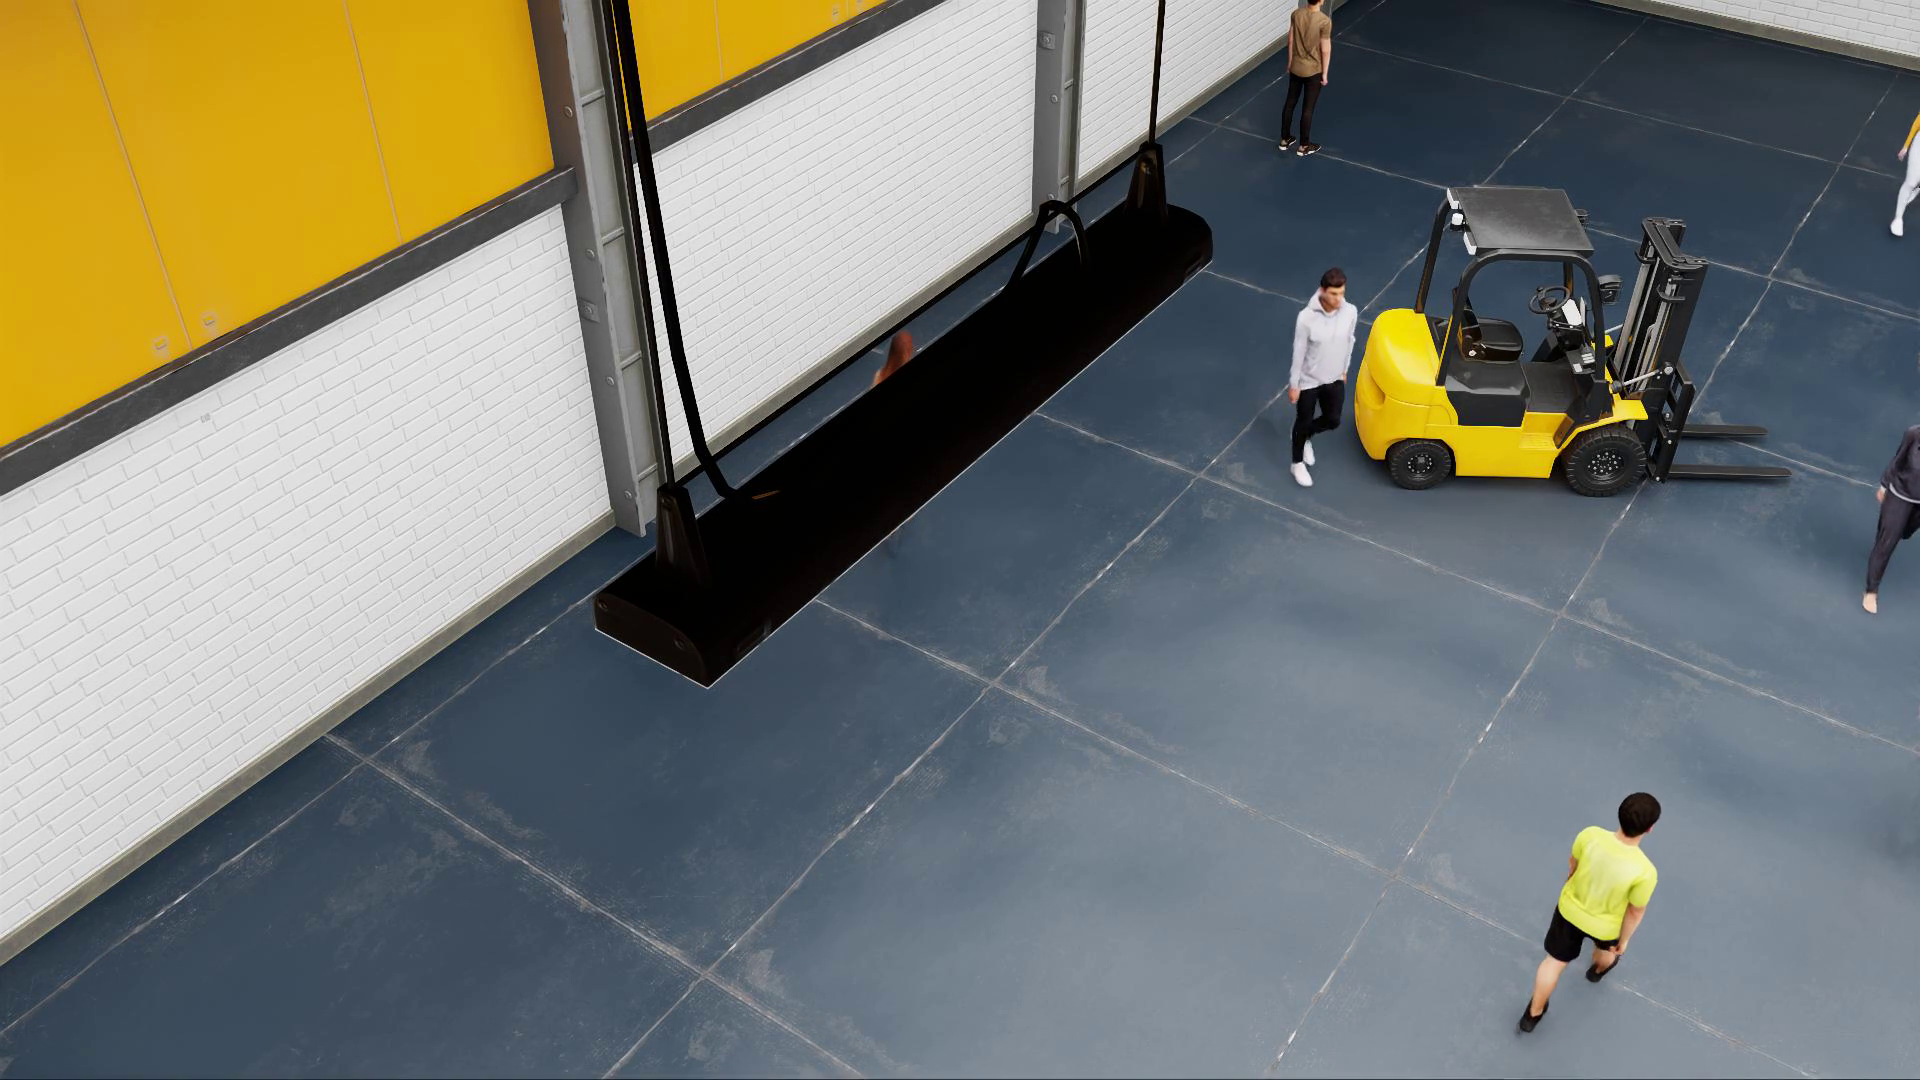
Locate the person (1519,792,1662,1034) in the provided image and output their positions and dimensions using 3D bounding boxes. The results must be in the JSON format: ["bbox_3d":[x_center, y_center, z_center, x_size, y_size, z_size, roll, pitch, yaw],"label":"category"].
[{"bbox_3d":[3.385,2.053,8.989,0.699,1.662,1.094,29,47,31],"label":"person"}]

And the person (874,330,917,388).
[{"bbox_3d":[-0.464,-0.797,12.527,0.907,1.701,0.977,-4,39,-6],"label":"person"}]

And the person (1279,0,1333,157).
[{"bbox_3d":[3.682,-5.026,17.701,0.696,1.852,0.614,31,48,33],"label":"person"}]

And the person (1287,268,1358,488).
[{"bbox_3d":[2.761,-1.331,13.025,0.867,1.913,0.936,-11,40,-14],"label":"person"}]

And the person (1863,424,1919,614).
[{"bbox_3d":[6.874,-0.371,11.993,0.824,1.702,1.147,11,40,13],"label":"person"}]

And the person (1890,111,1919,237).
[{"bbox_3d":[9.560,-3.904,16.396,0.783,1.728,1.076,17,42,20],"label":"person"}]
